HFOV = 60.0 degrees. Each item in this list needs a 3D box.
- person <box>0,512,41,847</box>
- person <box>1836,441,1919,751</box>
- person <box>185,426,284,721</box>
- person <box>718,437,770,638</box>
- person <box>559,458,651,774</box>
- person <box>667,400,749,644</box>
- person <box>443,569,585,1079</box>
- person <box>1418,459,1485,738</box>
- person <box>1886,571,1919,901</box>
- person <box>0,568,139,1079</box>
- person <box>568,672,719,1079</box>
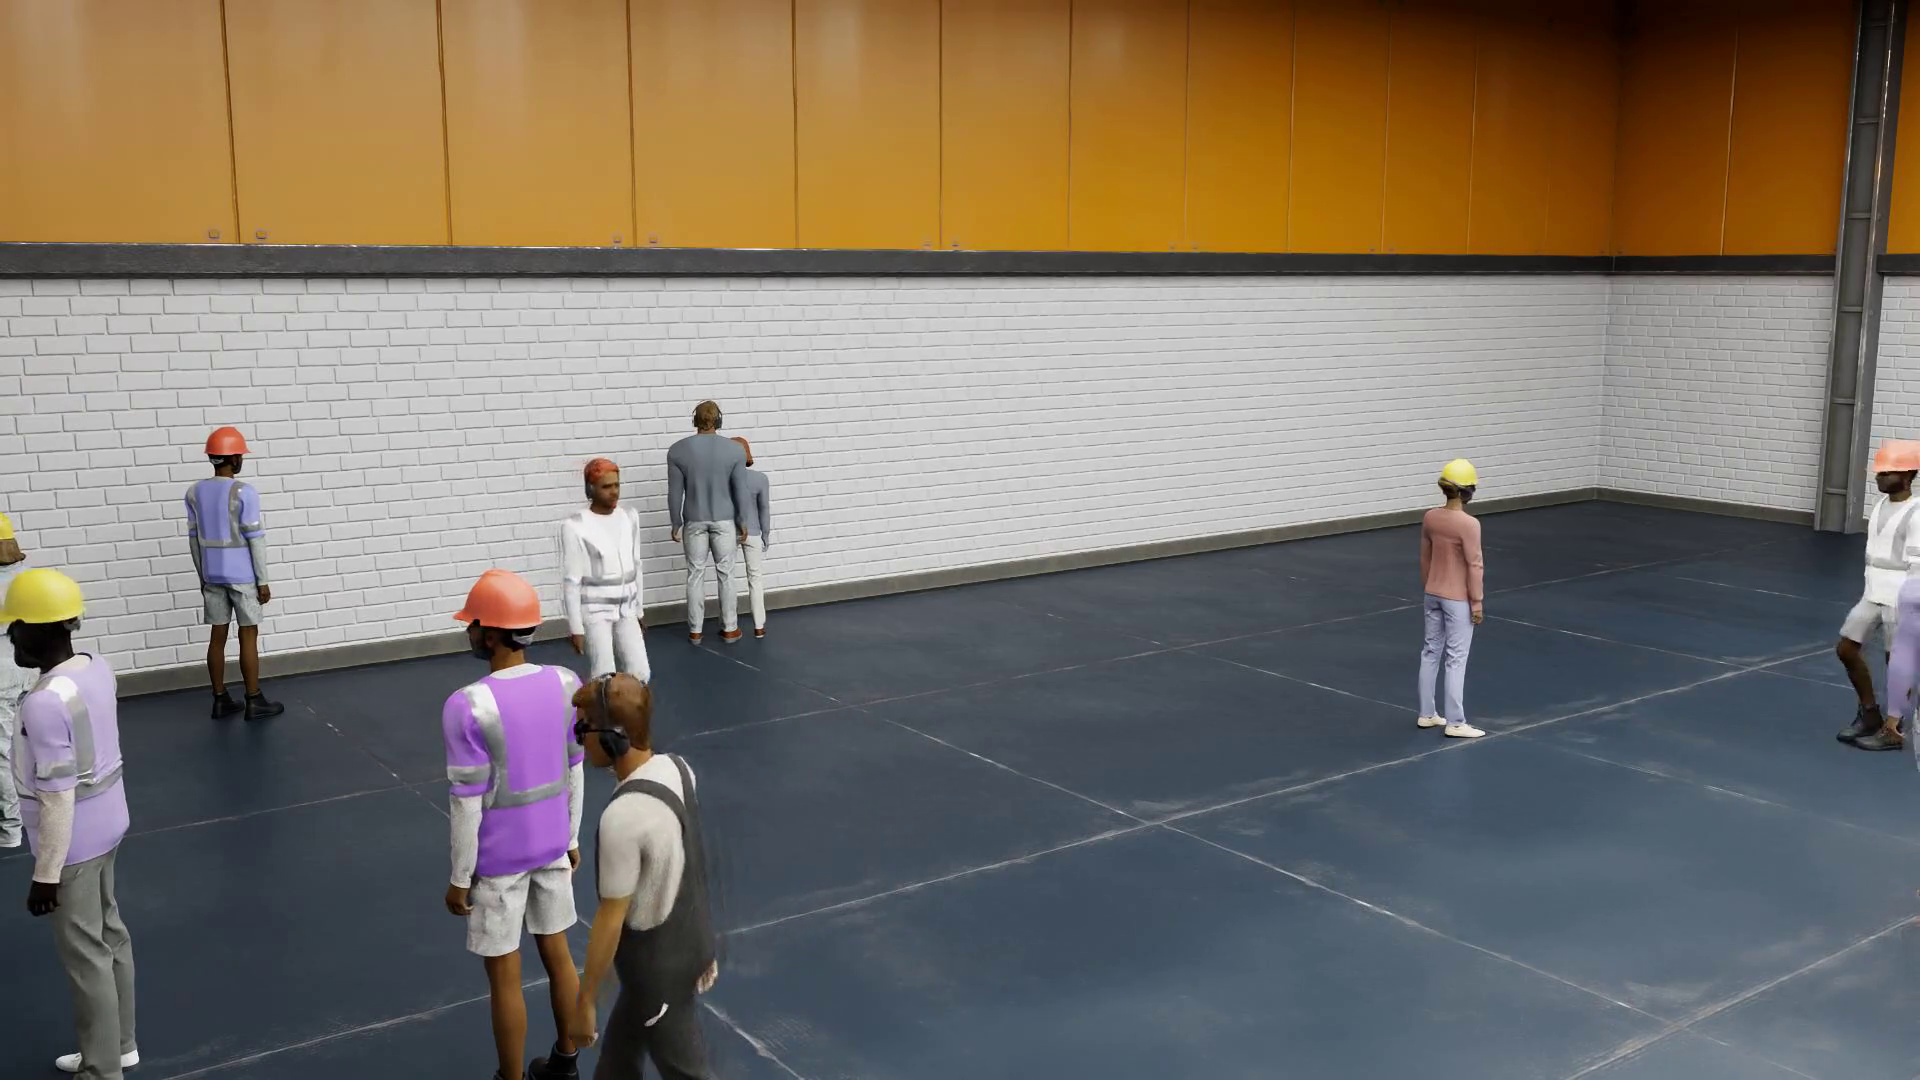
[{"bbox_3d":[-4.910,0.704,8.554,0.289,1.746,0.486,4,10,24],"label":"person"},{"bbox_3d":[5.615,0.355,10.145,0.496,1.924,0.569,-1,9,-5],"label":"person"},{"bbox_3d":[-4.772,0.223,10.926,0.545,1.938,0.362,2,9,14],"label":"person"},{"bbox_3d":[-1.772,-0.017,13.378,0.496,1.625,0.285,-1,9,-8],"label":"person"},{"bbox_3d":[-2.088,0.443,9.781,0.461,1.866,0.597,7,11,36],"label":"person"},{"bbox_3d":[-1.983,-0.140,13.159,0.638,1.938,0.357,-1,9,-4],"label":"person"},{"bbox_3d":[-1.541,1.060,5.753,0.344,1.942,0.547,7,12,37],"label":"person"},{"bbox_3d":[3.132,0.369,10.559,0.317,1.767,0.522,-4,10,-24],"label":"person"},{"bbox_3d":[4.562,0.774,7.564,0.653,1.925,0.435,2,9,13],"label":"person"},{"bbox_3d":[-3.142,1.047,5.868,0.361,1.930,0.585,-2,9,-12],"label":"person"},{"bbox_3d":[-1.004,1.266,4.934,0.970,1.791,0.530,1,9,8],"label":"person"}]
